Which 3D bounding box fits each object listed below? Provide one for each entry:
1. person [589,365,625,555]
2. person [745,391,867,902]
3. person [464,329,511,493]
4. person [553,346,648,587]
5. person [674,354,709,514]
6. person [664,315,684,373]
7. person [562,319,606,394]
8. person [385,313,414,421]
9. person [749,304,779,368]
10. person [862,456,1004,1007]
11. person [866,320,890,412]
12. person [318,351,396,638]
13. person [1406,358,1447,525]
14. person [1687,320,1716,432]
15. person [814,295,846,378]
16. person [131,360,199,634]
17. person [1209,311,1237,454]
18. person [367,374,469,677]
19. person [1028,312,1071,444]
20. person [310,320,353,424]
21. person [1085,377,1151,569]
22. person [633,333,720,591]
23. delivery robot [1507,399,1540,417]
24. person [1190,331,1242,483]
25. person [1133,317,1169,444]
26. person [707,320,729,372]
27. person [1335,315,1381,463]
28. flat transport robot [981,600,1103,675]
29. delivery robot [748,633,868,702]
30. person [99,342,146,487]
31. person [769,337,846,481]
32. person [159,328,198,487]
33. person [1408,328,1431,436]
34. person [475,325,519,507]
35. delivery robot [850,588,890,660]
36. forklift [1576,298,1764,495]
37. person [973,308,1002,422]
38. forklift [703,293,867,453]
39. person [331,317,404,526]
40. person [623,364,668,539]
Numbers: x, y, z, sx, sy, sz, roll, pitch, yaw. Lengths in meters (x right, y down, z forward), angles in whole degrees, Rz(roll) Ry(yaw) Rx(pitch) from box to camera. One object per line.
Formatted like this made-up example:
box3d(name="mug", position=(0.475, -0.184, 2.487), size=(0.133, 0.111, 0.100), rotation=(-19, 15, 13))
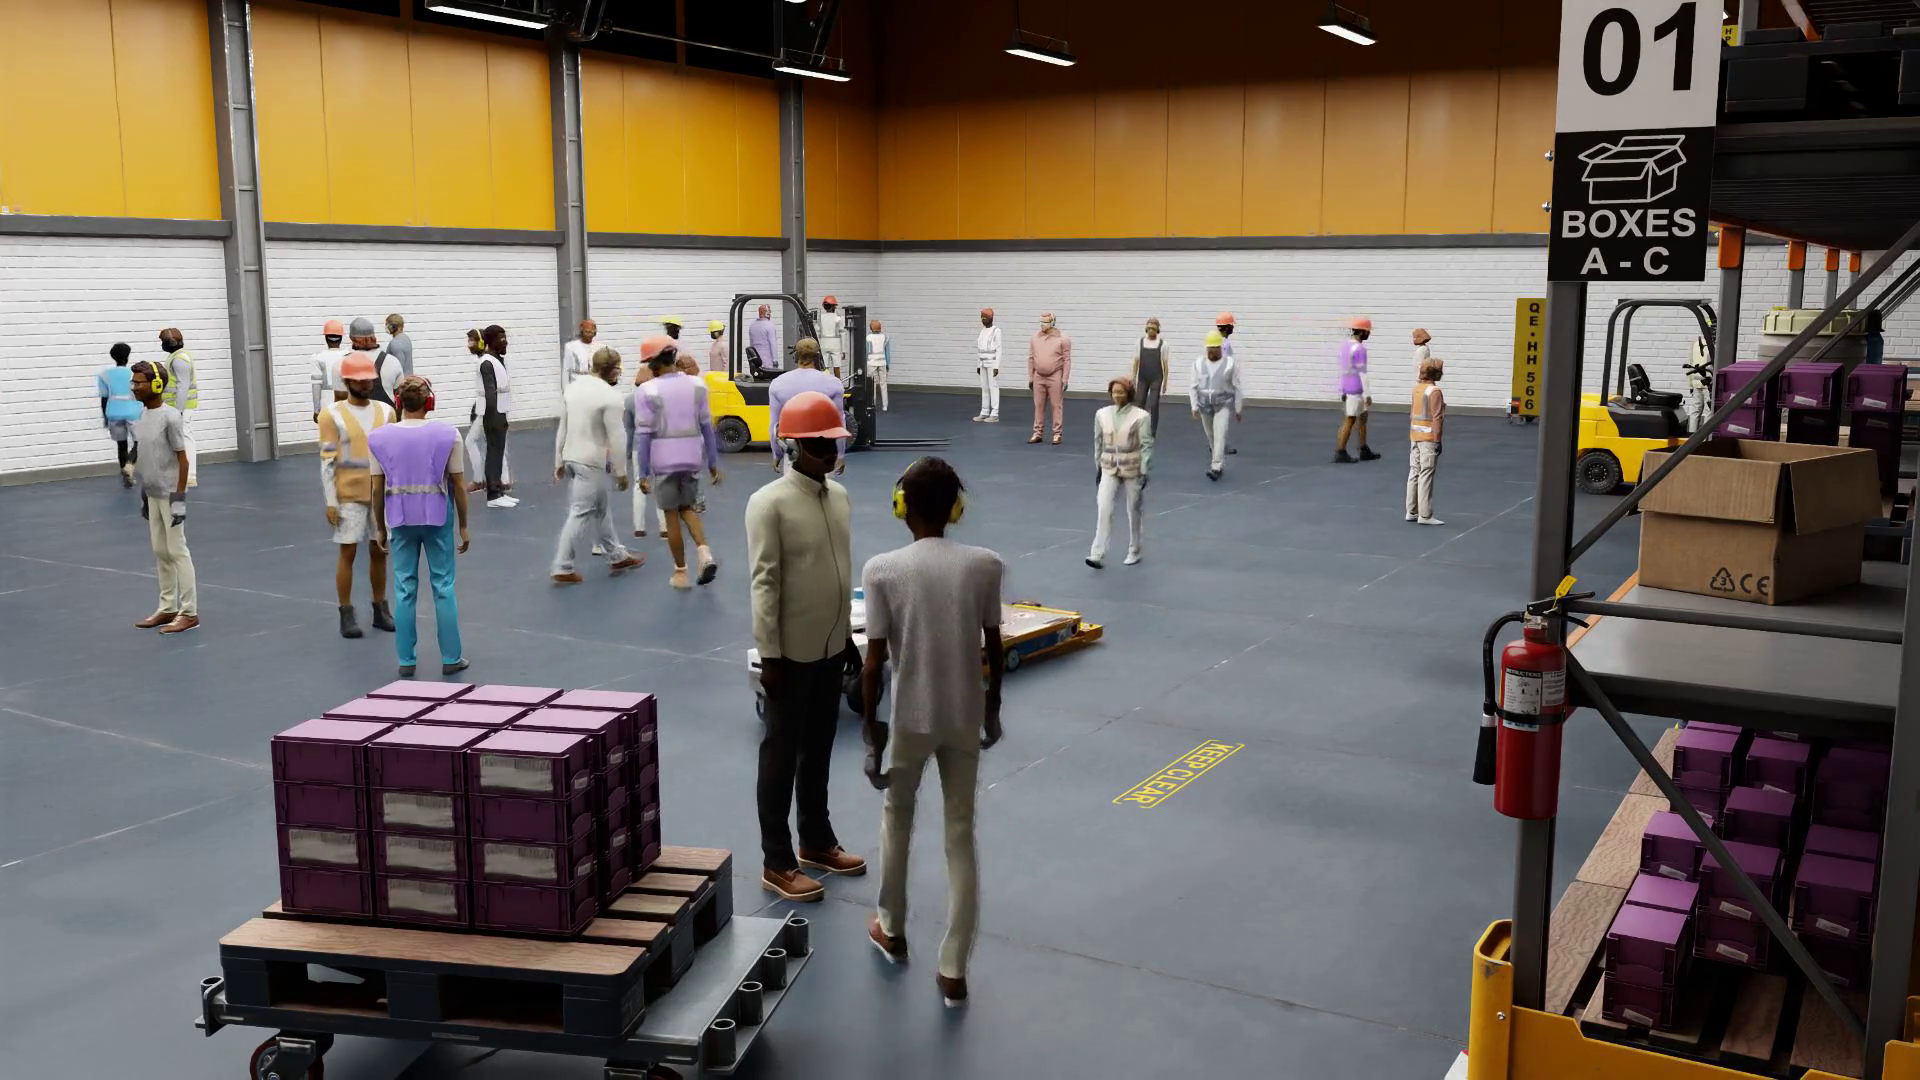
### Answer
box3d(name="person", position=(-3.097, -0.746, 14.553), size=(0.335, 1.761, 0.532), rotation=(-2, 9, -12))
box3d(name="person", position=(-0.599, 0.407, 6.618), size=(0.379, 1.996, 0.609), rotation=(5, 10, 30))
box3d(name="person", position=(-5.375, -1.432, 18.592), size=(0.703, 1.840, 0.533), rotation=(-1, 9, -8))
box3d(name="person", position=(-2.853, -0.589, 13.204), size=(0.970, 1.875, 0.635), rotation=(-9, 13, -44))
box3d(name="person", position=(-2.787, -1.080, 17.031), size=(0.498, 1.632, 0.285), rotation=(5, 10, 28))
box3d(name="person", position=(-4.153, -2.228, 23.440), size=(0.628, 1.871, 0.611), rotation=(-4, 10, -23))
box3d(name="person", position=(-5.104, -2.069, 22.530), size=(0.602, 1.853, 0.660), rotation=(-5, 10, -29))
box3d(name="person", position=(-7.384, -2.015, 21.915), size=(0.372, 1.940, 0.632), rotation=(-1, 9, -8))
box3d(name="person", position=(-3.449, -3.226, 29.574), size=(0.643, 1.909, 0.410), rotation=(8, 12, 41))
box3d(name="person", position=(-0.102, 0.625, 5.759), size=(0.547, 1.841, 0.727), rotation=(-2, 9, -11))
box3d(name="person", position=(-1.489, -3.090, 29.557), size=(0.523, 1.638, 0.310), rotation=(-4, 10, -23))
box3d(name="person", position=(-4.039, -0.310, 11.277), size=(0.551, 1.935, 0.373), rotation=(-9, 13, -44))
box3d(name="person", position=(4.574, -0.966, 16.306), size=(0.310, 1.636, 0.523), rotation=(-2, 9, -11))
box3d(name="person", position=(10.424, -2.164, 23.179), size=(0.404, 1.828, 0.601), rotation=(-4, 10, -23))
box3d(name="person", position=(-2.483, -3.650, 31.804), size=(0.609, 2.040, 0.394), rotation=(1, 9, 5))
box3d(name="person", position=(-5.463, -0.293, 11.380), size=(0.517, 1.873, 0.334), rotation=(7, 11, 37))
box3d(name="person", position=(3.599, -2.143, 22.704), size=(0.343, 1.942, 0.552), rotation=(-1, 9, -5))
box3d(name="person", position=(-3.279, -0.078, 10.111), size=(0.565, 1.846, 0.390), rotation=(-1, 9, -9))
box3d(name="person", position=(1.269, -2.325, 23.965), size=(0.643, 1.905, 0.400), rotation=(4, 10, 26))
box3d(name="person", position=(-7.031, -1.512, 18.777), size=(0.551, 1.935, 0.371), rotation=(-5, 11, -31))
box3d(name="person", position=(1.322, -0.545, 13.781), size=(0.543, 1.589, 0.845), rotation=(5, 10, 26))
box3d(name="person", position=(-2.194, -0.585, 12.802), size=(0.672, 2.003, 0.533), rotation=(-6, 11, -35))
box3d(name="delivery robot", position=(9.291, -2.213, 27.164), size=(0.707, 0.478, 0.477), rotation=(-5, 10, -28))
box3d(name="person", position=(3.009, -1.577, 19.684), size=(0.587, 1.766, 0.972), rotation=(5, 10, 27))
box3d(name="person", position=(2.755, -2.303, 24.050), size=(0.531, 1.831, 0.472), rotation=(2, 9, 15))
box3d(name="person", position=(-3.644, -2.435, 25.088), size=(0.316, 1.765, 0.523), rotation=(-6, 11, -31))
box3d(name="person", position=(5.238, -1.941, 21.543), size=(0.791, 1.906, 0.564), rotation=(-1, 9, -5))
box3d(name="flat transport robot", position=(0.266, 0.615, 10.690), size=(0.652, 0.197, 1.431), rotation=(7, 11, 36))
box3d(name="delivery robot", position=(-0.838, 0.667, 9.191), size=(0.477, 0.478, 0.707), rotation=(7, 12, 38))
box3d(name="person", position=(-9.539, -1.417, 18.987), size=(0.541, 1.682, 0.608), rotation=(-1, 9, -8))
box3d(name="person", position=(-1.254, -0.708, 13.759), size=(0.635, 1.936, 0.354), rotation=(1, 9, 4))
box3d(name="person", position=(-9.009, -1.523, 19.166), size=(0.429, 1.838, 0.621), rotation=(-4, 10, -25))
box3d(name="person", position=(6.969, -2.384, 25.164), size=(0.283, 1.633, 0.498), rotation=(5, 10, 27))
box3d(name="person", position=(-4.908, -1.309, 17.571), size=(0.392, 1.919, 0.591), rotation=(-1, 9, -8))
box3d(name="delivery robot", position=(-0.592, 0.532, 10.035), size=(0.707, 0.478, 0.477), rotation=(-7, 12, -38))
box3d(name="forklift", position=(7.954, -1.589, 18.462), size=(2.313, 2.155, 1.214), rotation=(5, 11, 30))
box3d(name="person", position=(0.466, -2.890, 27.538), size=(0.356, 1.887, 0.573), rotation=(-6, 11, -34))
box3d(name="forklift", position=(-2.458, -2.344, 23.176), size=(2.313, 2.155, 1.214), rotation=(0, 9, -2))
box3d(name="person", position=(-5.787, -1.153, 16.217), size=(0.682, 2.000, 0.538), rotation=(-7, 11, -37))
box3d(name="person", position=(-2.858, -0.817, 15.395), size=(0.505, 1.631, 0.268), rotation=(2, 9, 12))
